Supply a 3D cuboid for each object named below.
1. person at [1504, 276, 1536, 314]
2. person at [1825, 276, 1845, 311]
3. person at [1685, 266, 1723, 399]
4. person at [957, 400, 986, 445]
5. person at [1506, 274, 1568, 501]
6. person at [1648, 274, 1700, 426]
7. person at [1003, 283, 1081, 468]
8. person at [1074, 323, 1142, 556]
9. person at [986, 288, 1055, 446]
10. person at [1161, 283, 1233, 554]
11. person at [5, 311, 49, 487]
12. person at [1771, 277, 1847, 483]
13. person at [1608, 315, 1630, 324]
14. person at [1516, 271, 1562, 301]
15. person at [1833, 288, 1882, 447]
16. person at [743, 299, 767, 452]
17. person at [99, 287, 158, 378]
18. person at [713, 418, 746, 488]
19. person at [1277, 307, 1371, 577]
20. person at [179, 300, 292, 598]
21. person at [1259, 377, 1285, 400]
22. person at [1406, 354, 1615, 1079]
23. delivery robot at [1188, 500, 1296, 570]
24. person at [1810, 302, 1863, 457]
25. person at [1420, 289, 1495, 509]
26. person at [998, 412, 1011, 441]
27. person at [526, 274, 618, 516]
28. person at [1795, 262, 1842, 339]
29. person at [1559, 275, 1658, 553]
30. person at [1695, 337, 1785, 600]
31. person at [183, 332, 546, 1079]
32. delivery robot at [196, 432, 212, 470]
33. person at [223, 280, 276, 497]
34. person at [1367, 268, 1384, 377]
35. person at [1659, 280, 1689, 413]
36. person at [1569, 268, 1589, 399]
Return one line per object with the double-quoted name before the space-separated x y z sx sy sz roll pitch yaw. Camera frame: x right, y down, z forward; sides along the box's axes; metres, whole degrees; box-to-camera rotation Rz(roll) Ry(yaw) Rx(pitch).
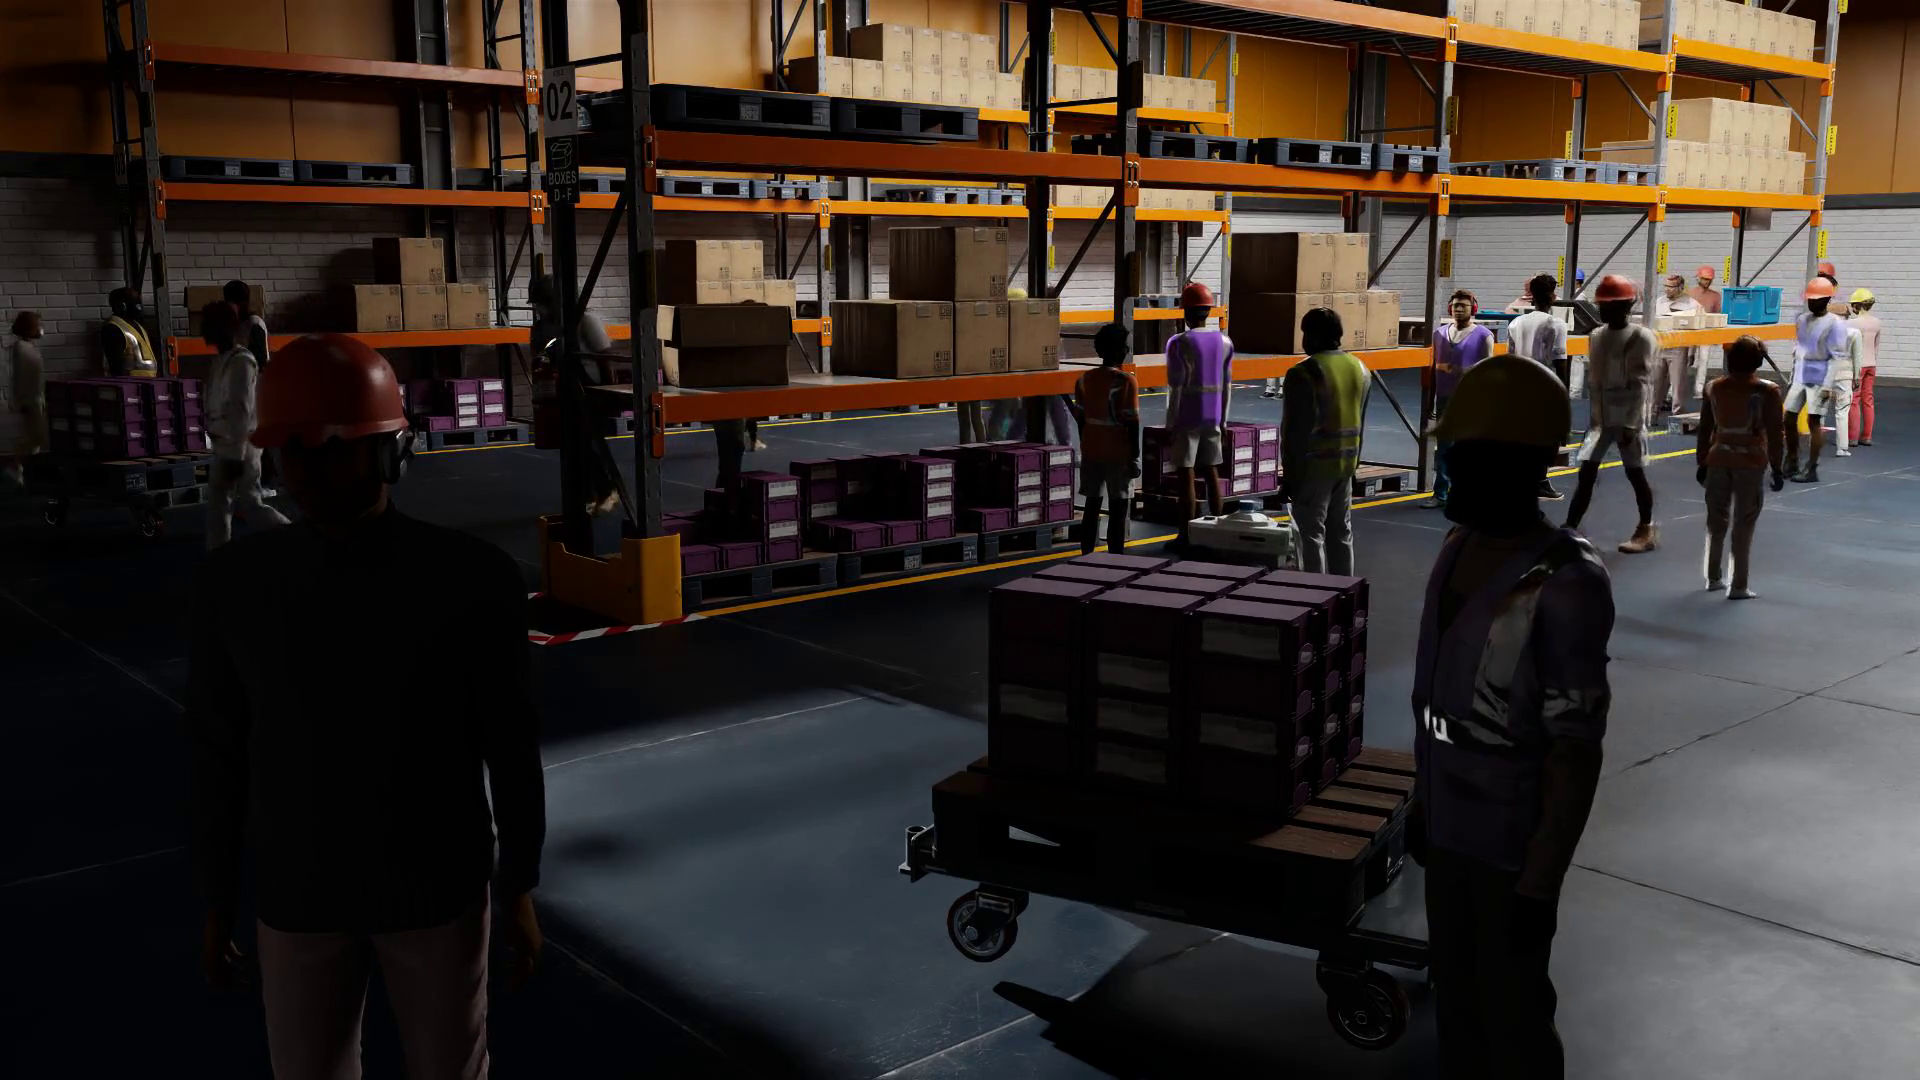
"person" 6.449 -2.028 18.846 0.395 1.900 0.649 -6 12 -33
"person" 12.032 -2.749 23.194 0.553 1.843 0.719 6 11 30
"person" 11.032 -3.095 24.813 0.642 1.980 0.520 1 10 4
"person" 0.080 -1.518 15.945 0.328 1.865 0.520 -7 12 -37
"person" 5.042 -1.324 14.506 0.362 1.965 0.612 -6 11 -32
"person" 8.792 -2.333 20.611 0.636 1.903 0.404 9 13 42
"person" 0.818 -1.632 16.645 0.980 1.865 0.651 -2 10 -13
"person" 0.967 -0.544 10.729 0.315 1.696 0.541 -8 13 -40
"person" 0.620 -1.705 17.249 0.924 1.787 0.591 -4 10 -20
"person" 1.674 -0.862 11.890 0.551 1.934 0.373 -5 11 -27
"person" -8.428 -1.256 15.078 0.344 1.623 0.541 -3 10 -15
"person" 7.996 -1.497 15.635 0.408 1.924 0.599 -3 10 -18
"person" 8.188 -2.291 20.828 0.493 1.741 0.311 -4 10 -21
"person" 7.102 -2.327 20.459 0.631 1.938 0.362 3 10 17
"person" 10.030 -1.919 18.587 0.533 1.765 0.330 -5 11 -25
"person" -2.284 -1.752 17.851 0.536 1.670 0.721 4 11 24
"person" -7.538 -1.373 15.155 0.429 1.847 0.627 -1 10 -8
"person" -1.685 -0.785 12.313 0.275 1.636 0.507 -4 10 -21
"person" 2.006 -0.377 9.327 0.634 1.841 0.429 -8 12 -37
"person" -4.491 -0.577 10.474 0.827 1.862 0.586 -8 13 -41
"person" 4.674 -2.983 24.652 0.405 1.823 0.589 -7 12 -36
"person" 1.097 0.581 3.460 0.360 1.930 0.587 -2 10 -11
"delivery robot" 1.834 -0.012 10.668 0.707 0.478 0.477 7 11 34
"person" 9.270 -1.696 17.645 0.514 1.640 0.310 7 12 37
"person" 4.155 -1.153 13.853 0.386 1.848 0.567 -8 13 -41
"person" 0.659 -1.916 18.695 0.532 1.723 0.902 4 10 22
"person" -3.191 -1.188 13.495 0.720 2.000 0.675 6 11 30
"person" 12.584 -3.041 24.378 0.450 2.027 0.609 -6 11 -31
"person" 4.594 -0.860 11.727 1.041 1.988 0.637 -5 11 -25
"person" 4.884 -0.447 10.408 0.485 1.627 0.527 -7 12 -35
"person" -1.067 0.627 3.000 0.625 1.992 0.388 -1 10 -4
"delivery robot" -7.238 -0.873 15.718 0.707 0.478 0.477 -9 13 -43
"person" -6.261 -1.324 14.667 0.392 1.914 0.588 -9 13 -42
"person" 7.113 -3.800 29.133 0.647 1.920 0.762 7 12 36
"person" 9.611 -2.605 22.445 0.619 1.812 0.466 9 13 44
"person" 9.164 -3.071 24.787 0.403 1.948 0.605 2 10 11
